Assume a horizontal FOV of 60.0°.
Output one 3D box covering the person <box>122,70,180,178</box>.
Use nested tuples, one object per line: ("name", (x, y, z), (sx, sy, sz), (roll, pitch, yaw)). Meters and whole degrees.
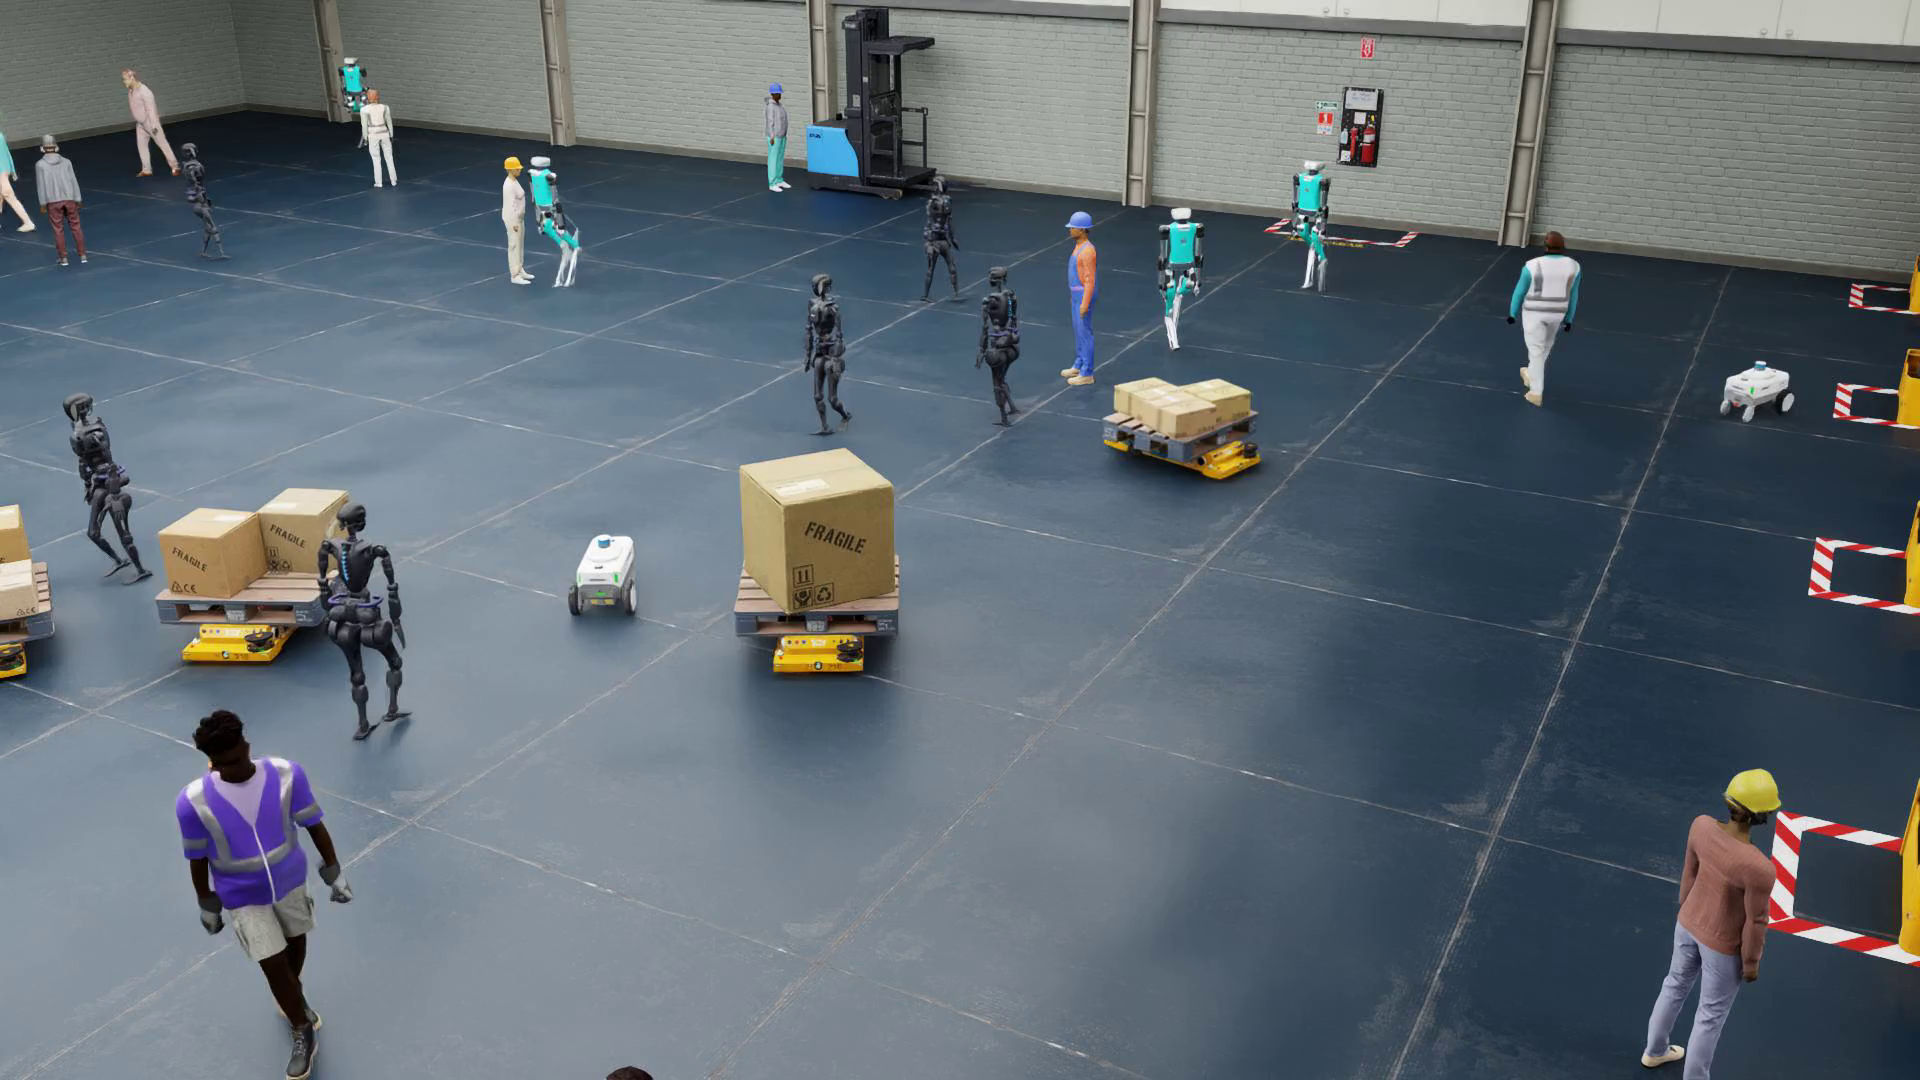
("person", (-14.222, -7.299, 29.170), (0.656, 1.852, 0.728), (16, 28, 33))

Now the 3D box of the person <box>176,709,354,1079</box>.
("person", (-3.377, 1.689, 8.142), (0.675, 1.926, 0.655), (-18, 29, -36))

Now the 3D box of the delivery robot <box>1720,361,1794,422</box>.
("delivery robot", (8.369, -1.587, 17.477), (0.774, 0.581, 0.499), (-15, 28, -31))

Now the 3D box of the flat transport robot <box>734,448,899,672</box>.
("flat transport robot", (-1.071, 0.610, 12.742), (0.659, 0.231, 1.431), (-1, 23, -2))

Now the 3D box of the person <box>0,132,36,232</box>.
("person", (-14.589, -5.574, 25.164), (0.968, 1.818, 0.539), (2, 23, 4))

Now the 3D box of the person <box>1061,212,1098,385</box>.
("person", (1.327, -2.655, 18.266), (0.372, 1.908, 0.520), (-3, 23, -7))

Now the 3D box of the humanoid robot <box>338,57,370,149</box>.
("humanoid robot", (-11.480, -8.384, 31.894), (0.543, 1.770, 1.037), (0, 23, 1))

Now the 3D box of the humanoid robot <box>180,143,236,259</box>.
("humanoid robot", (-10.691, -4.818, 23.617), (0.553, 1.648, 0.617), (-7, 24, -17))

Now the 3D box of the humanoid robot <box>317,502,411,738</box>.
("humanoid robot", (-4.027, 0.523, 11.170), (0.591, 1.645, 0.430), (3, 23, 7))

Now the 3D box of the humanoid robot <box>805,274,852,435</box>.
("humanoid robot", (-1.318, -1.864, 16.745), (0.489, 1.637, 0.595), (-21, 31, -40))

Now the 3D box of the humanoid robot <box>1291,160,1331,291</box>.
("humanoid robot", (4.701, -4.081, 21.952), (0.542, 1.899, 0.723), (20, 30, 38))

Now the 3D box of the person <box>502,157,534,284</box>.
("person", (-5.966, -4.295, 22.360), (0.336, 1.693, 0.480), (-2, 23, -5))

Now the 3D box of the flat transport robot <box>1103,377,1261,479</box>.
("flat transport robot", (2.168, -0.926, 16.318), (1.431, 0.231, 0.659), (21, 31, 40))

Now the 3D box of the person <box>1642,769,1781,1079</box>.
("person", (3.617, 1.872, 7.924), (0.343, 1.760, 0.521), (-7, 24, -16))

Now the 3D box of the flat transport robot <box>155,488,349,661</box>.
("flat transport robot", (-5.382, 0.542, 12.900), (0.659, 0.231, 1.431), (1, 23, 2))

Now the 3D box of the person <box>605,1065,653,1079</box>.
("person", (-1.129, 2.646, 5.914), (0.587, 1.920, 0.391), (-19, 30, -37))

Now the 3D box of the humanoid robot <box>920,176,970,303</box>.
("humanoid robot", (-0.219, -3.842, 21.341), (0.656, 1.636, 0.601), (16, 28, 32))

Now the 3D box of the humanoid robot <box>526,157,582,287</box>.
("humanoid robot", (-5.315, -4.243, 22.147), (0.539, 1.771, 0.696), (18, 29, 36))

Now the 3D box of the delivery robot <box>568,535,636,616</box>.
("delivery robot", (-2.809, 0.259, 13.195), (0.499, 0.592, 0.771), (0, 23, -1))

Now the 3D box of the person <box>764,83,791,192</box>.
("person", (-3.102, -6.811, 28.111), (0.359, 1.777, 0.540), (7, 24, 17))

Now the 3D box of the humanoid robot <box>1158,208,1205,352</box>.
("humanoid robot", (2.520, -3.045, 19.391), (0.552, 1.734, 1.006), (-3, 23, -6))

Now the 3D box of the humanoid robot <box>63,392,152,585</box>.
("humanoid robot", (-6.851, -0.412, 13.348), (0.609, 1.647, 0.351), (18, 29, 36))

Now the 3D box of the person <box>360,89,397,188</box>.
("person", (-9.914, -6.846, 28.360), (0.522, 1.638, 0.309), (-15, 27, -30))

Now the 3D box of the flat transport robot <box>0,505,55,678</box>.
("flat transport robot", (-7.448, 0.727, 12.471), (0.659, 0.231, 1.431), (-12, 26, -26))

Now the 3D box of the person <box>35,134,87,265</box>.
("person", (-12.628, -4.778, 23.340), (0.546, 1.807, 0.379), (-19, 30, -38))

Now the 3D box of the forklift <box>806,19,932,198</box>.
("forklift", (-1.573, -7.292, 27.850), (1.873, 2.768, 1.129), (12, 26, 25))

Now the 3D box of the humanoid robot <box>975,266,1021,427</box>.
("humanoid robot", (0.421, -1.968, 16.974), (0.360, 1.646, 0.588), (18, 29, 35))

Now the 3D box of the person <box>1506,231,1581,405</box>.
("person", (6.209, -2.430, 17.868), (0.646, 1.799, 0.917), (-2, 23, -4))
